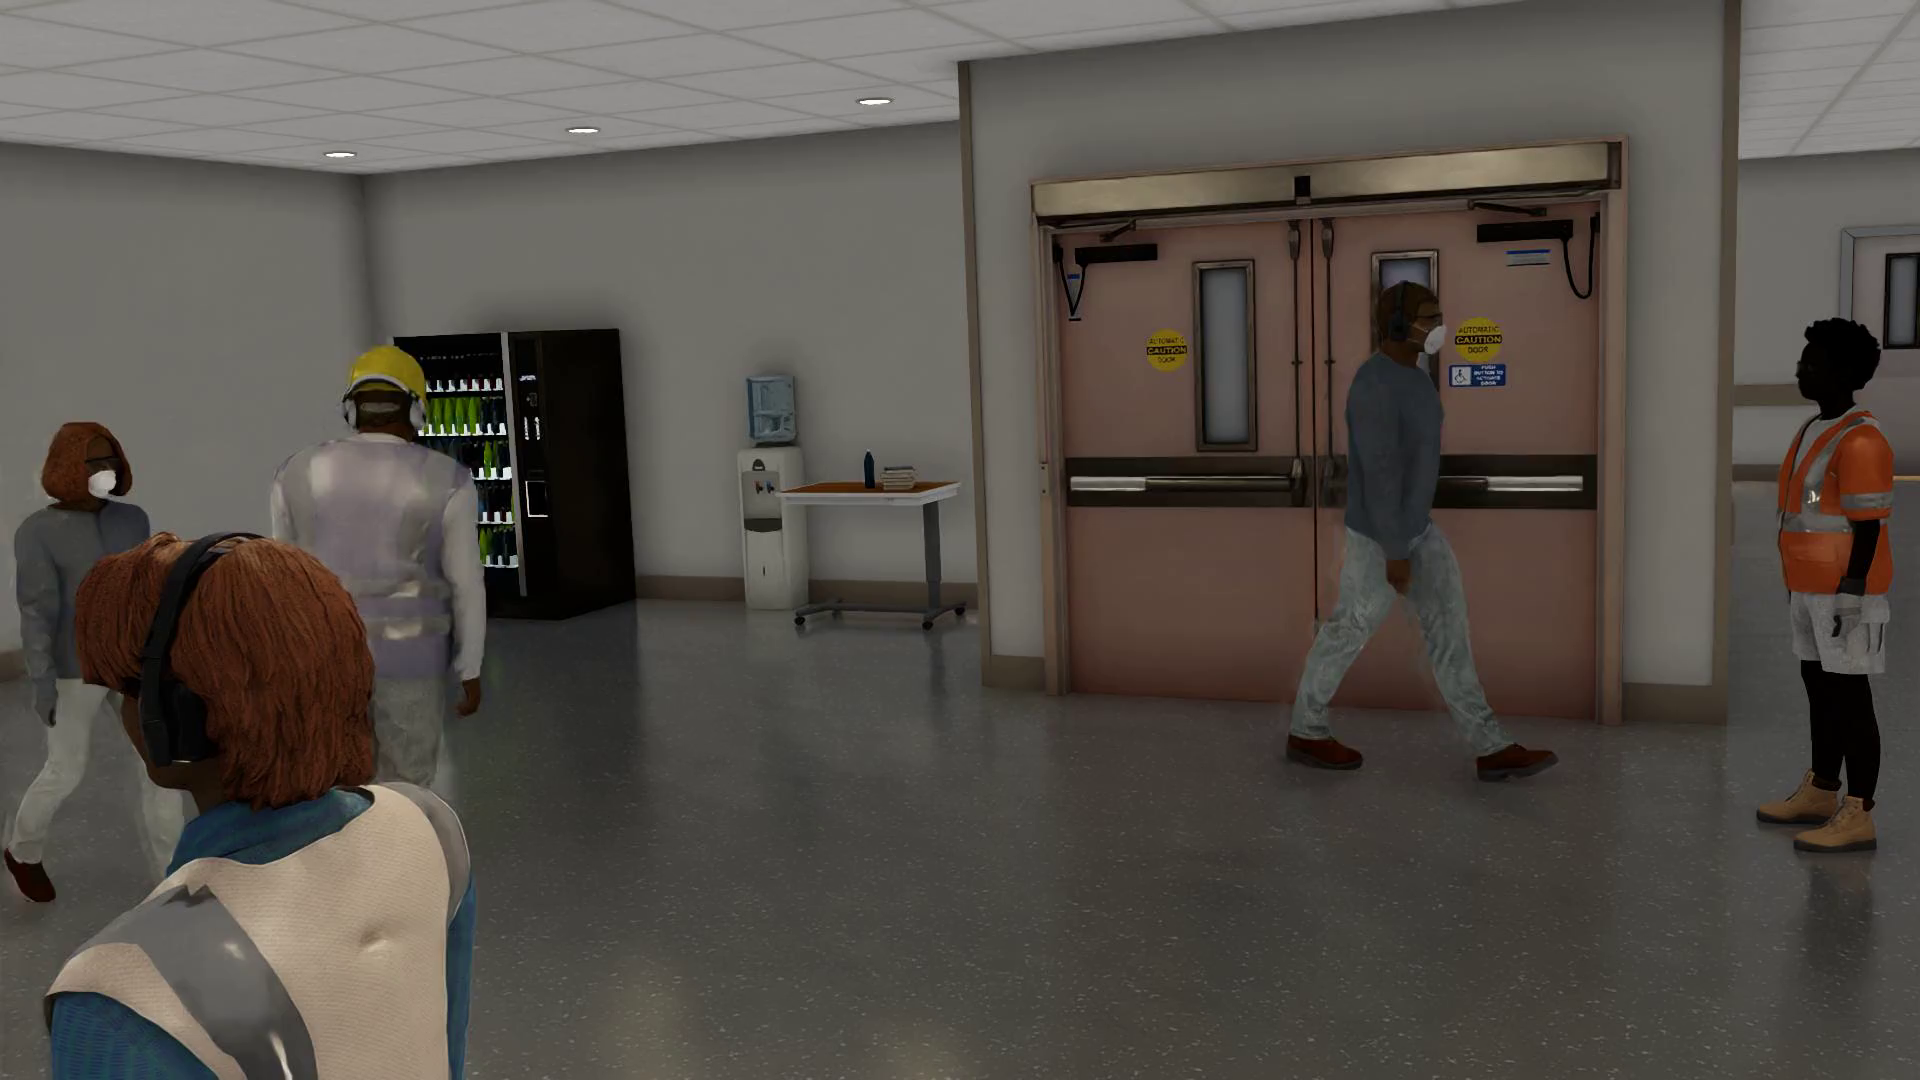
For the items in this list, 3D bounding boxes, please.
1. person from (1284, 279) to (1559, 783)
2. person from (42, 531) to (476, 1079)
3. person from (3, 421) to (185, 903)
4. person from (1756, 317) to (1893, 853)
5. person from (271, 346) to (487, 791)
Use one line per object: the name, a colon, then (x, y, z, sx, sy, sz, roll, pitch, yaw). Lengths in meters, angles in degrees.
person: (1.661, -0.022, 6.240, 1.042, 1.888, 0.648, 3, 9, 34)
person: (-0.581, 0.803, 1.509, 0.309, 1.641, 0.513, -1, 8, 11)
person: (-2.823, 0.412, 5.371, 0.818, 1.601, 0.511, 1, 8, 23)
person: (2.792, 0.141, 5.337, 0.318, 1.700, 0.535, -1, 7, 7)
person: (-1.681, 0.341, 4.822, 0.635, 1.794, 0.558, -2, 7, 0)
